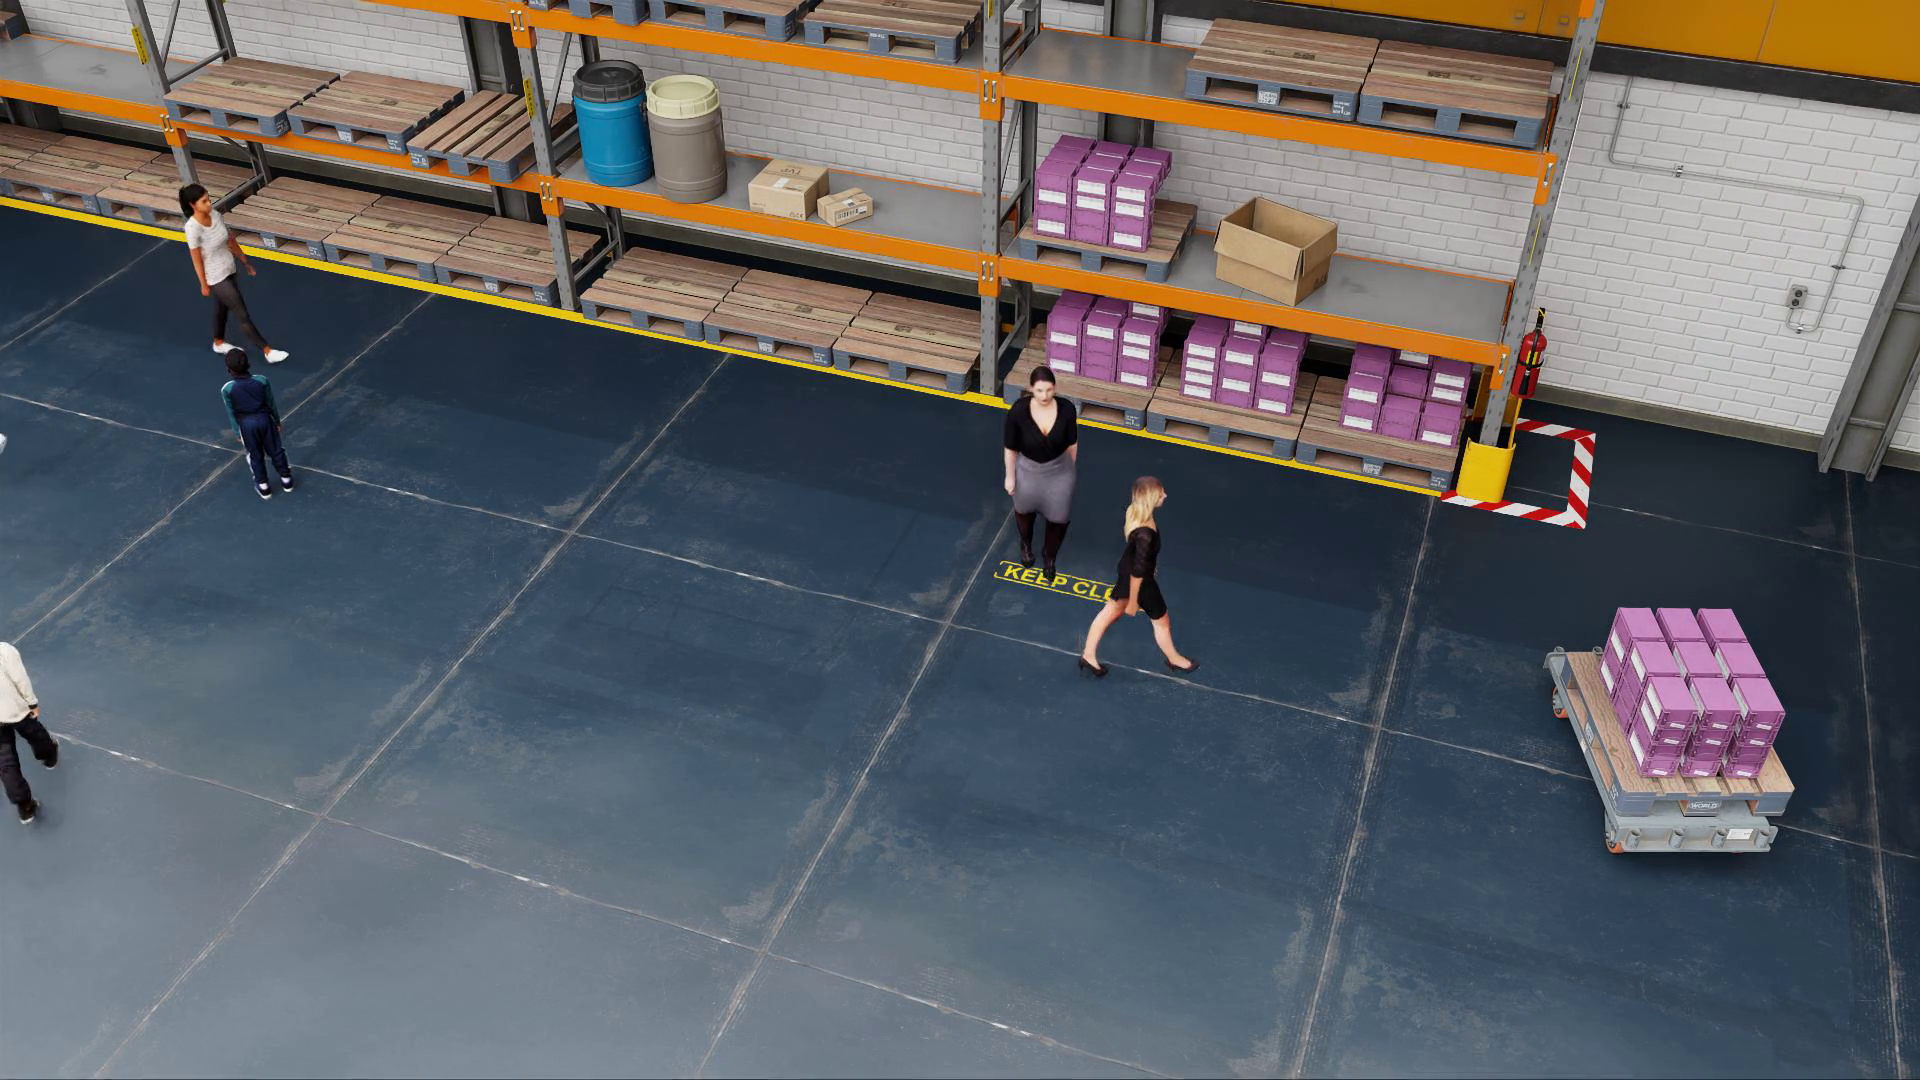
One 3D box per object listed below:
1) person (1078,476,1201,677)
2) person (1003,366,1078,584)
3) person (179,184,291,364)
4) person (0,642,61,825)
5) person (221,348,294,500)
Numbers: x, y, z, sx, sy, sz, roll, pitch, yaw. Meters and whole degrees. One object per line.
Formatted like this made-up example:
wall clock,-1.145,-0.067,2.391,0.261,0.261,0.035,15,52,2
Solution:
person,1.053,0.291,10.718,1.120,1.623,0.865,-3,39,-3
person,0.546,-0.519,11.637,0.748,1.742,0.854,-2,39,-2
person,-6.245,-2.209,13.860,1.045,1.607,0.694,6,39,8
person,-5.728,1.061,9.910,0.966,1.427,1.025,-16,41,-19
person,-5.291,-0.883,12.482,0.568,1.255,0.608,-23,44,-26
